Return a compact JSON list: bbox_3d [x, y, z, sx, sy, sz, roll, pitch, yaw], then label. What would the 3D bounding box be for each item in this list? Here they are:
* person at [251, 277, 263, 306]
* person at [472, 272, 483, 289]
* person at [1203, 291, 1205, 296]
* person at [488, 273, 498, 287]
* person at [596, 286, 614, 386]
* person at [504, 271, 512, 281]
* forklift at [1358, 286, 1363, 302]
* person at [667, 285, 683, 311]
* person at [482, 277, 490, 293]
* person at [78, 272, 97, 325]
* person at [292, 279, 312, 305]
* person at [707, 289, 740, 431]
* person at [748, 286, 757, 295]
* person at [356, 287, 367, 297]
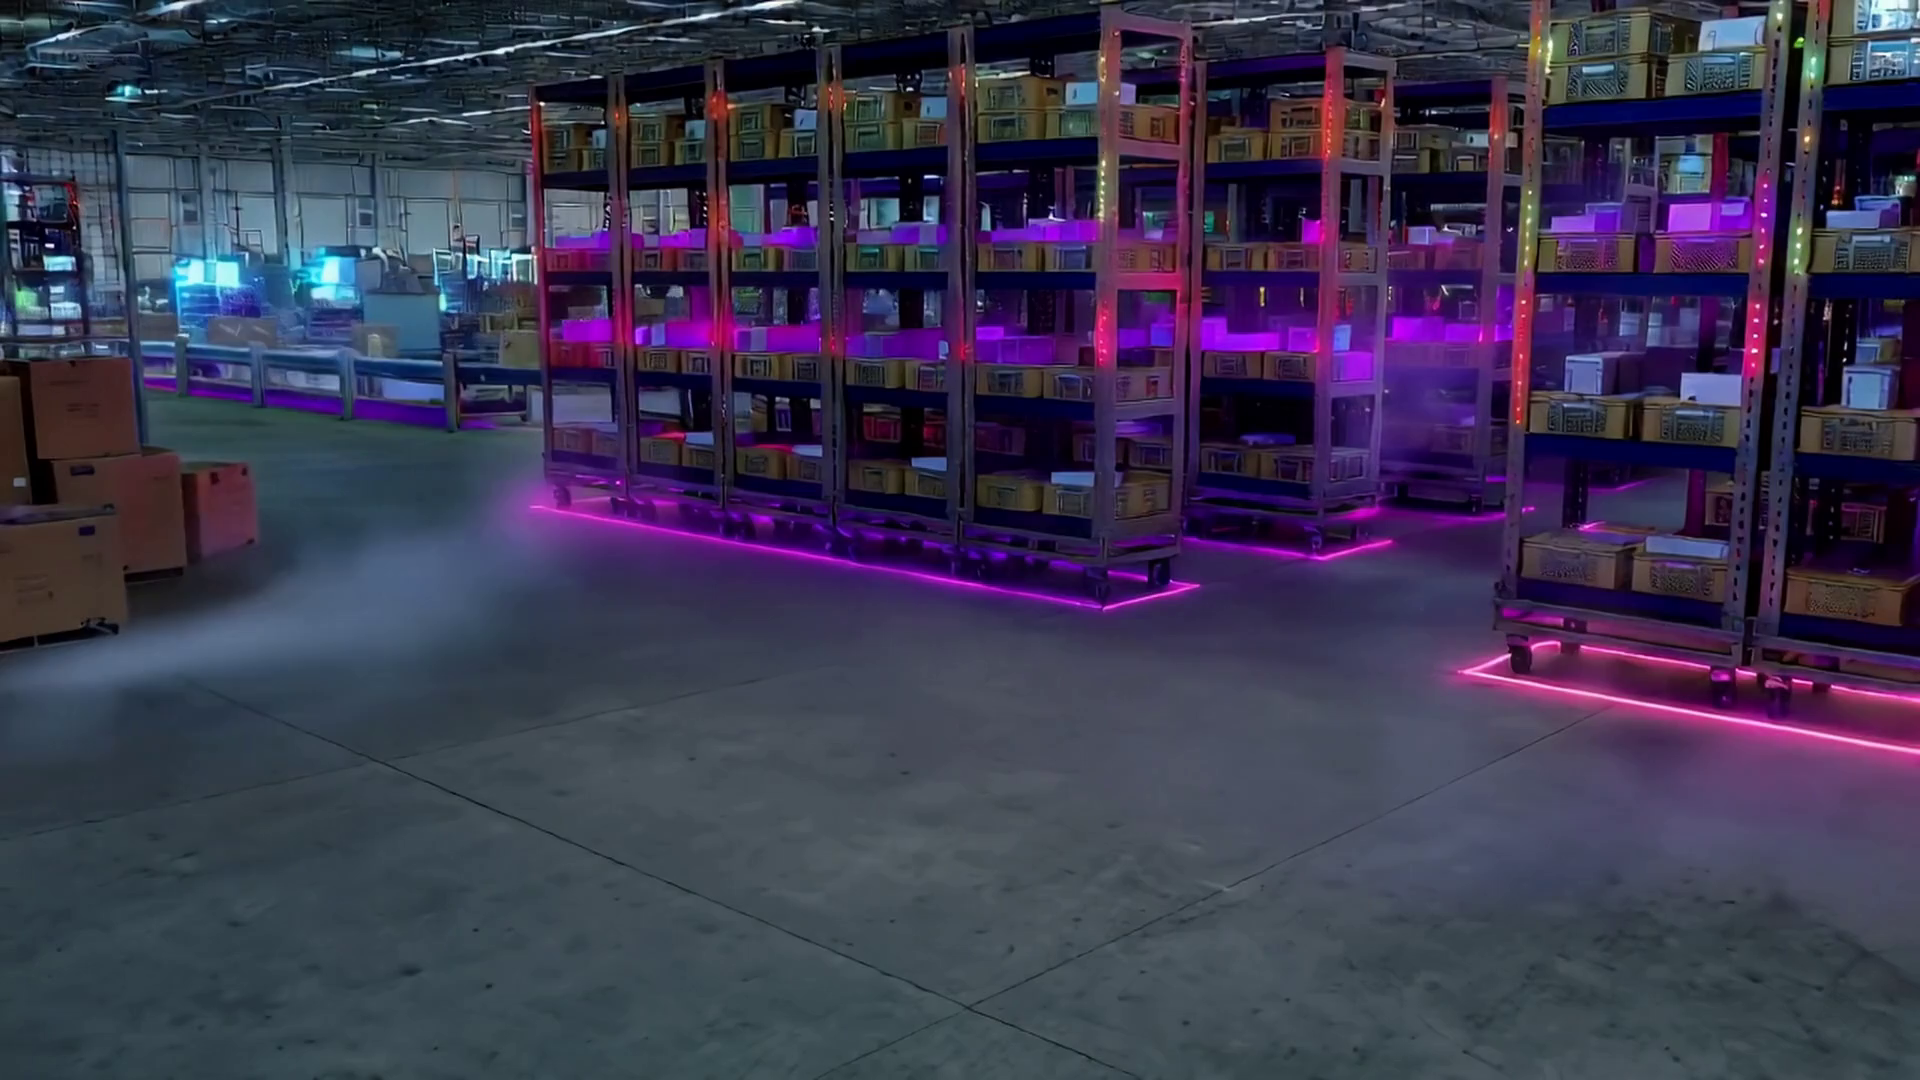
[{"bbox_3d":[-27.432,-9.393,64.943,0.533,1.767,0.312,3,10,20],"label":"person"},{"bbox_3d":[-22.319,-11.427,76.889,0.632,1.940,0.372,2,9,12],"label":"person"},{"bbox_3d":[8.732,-8.641,60.600,0.544,1.683,0.453,-9,13,-43],"label":"person"},{"bbox_3d":[-23.213,-12.348,82.734,0.700,1.880,0.381,4,10,25],"label":"person"},{"bbox_3d":[-6.172,-3.599,29.425,0.533,1.765,0.330,-5,11,-29],"label":"person"},{"bbox_3d":[-25.498,-14.212,93.984,0.556,1.923,0.479,2,10,13],"label":"person"},{"bbox_3d":[11.100,-7.017,46.970,1.873,2.768,1.129,9,13,43],"label":"forklift"},{"bbox_3d":[-8.927,-7.319,52.171,0.934,1.794,0.606,9,13,44],"label":"person"},{"bbox_3d":[-22.470,-11.659,79.013,0.695,1.718,0.498,7,12,37],"label":"person"},{"bbox_3d":[-23.747,-6.273,45.107,0.613,1.988,1.044,9,13,43],"label":"person"},{"bbox_3d":[-24.571,-9.070,62.124,0.682,2.000,0.537,-4,10,-25],"label":"person"},{"bbox_3d":[-2.618,-1.901,18.574,0.406,1.911,0.637,-6,11,-35],"label":"person"},{"bbox_3d":[-8.447,-10.117,68.961,0.832,1.907,0.559,-9,13,-44],"label":"person"},{"bbox_3d":[-20.894,-8.445,58.543,0.966,1.951,0.653,-3,10,-19],"label":"person"}]
